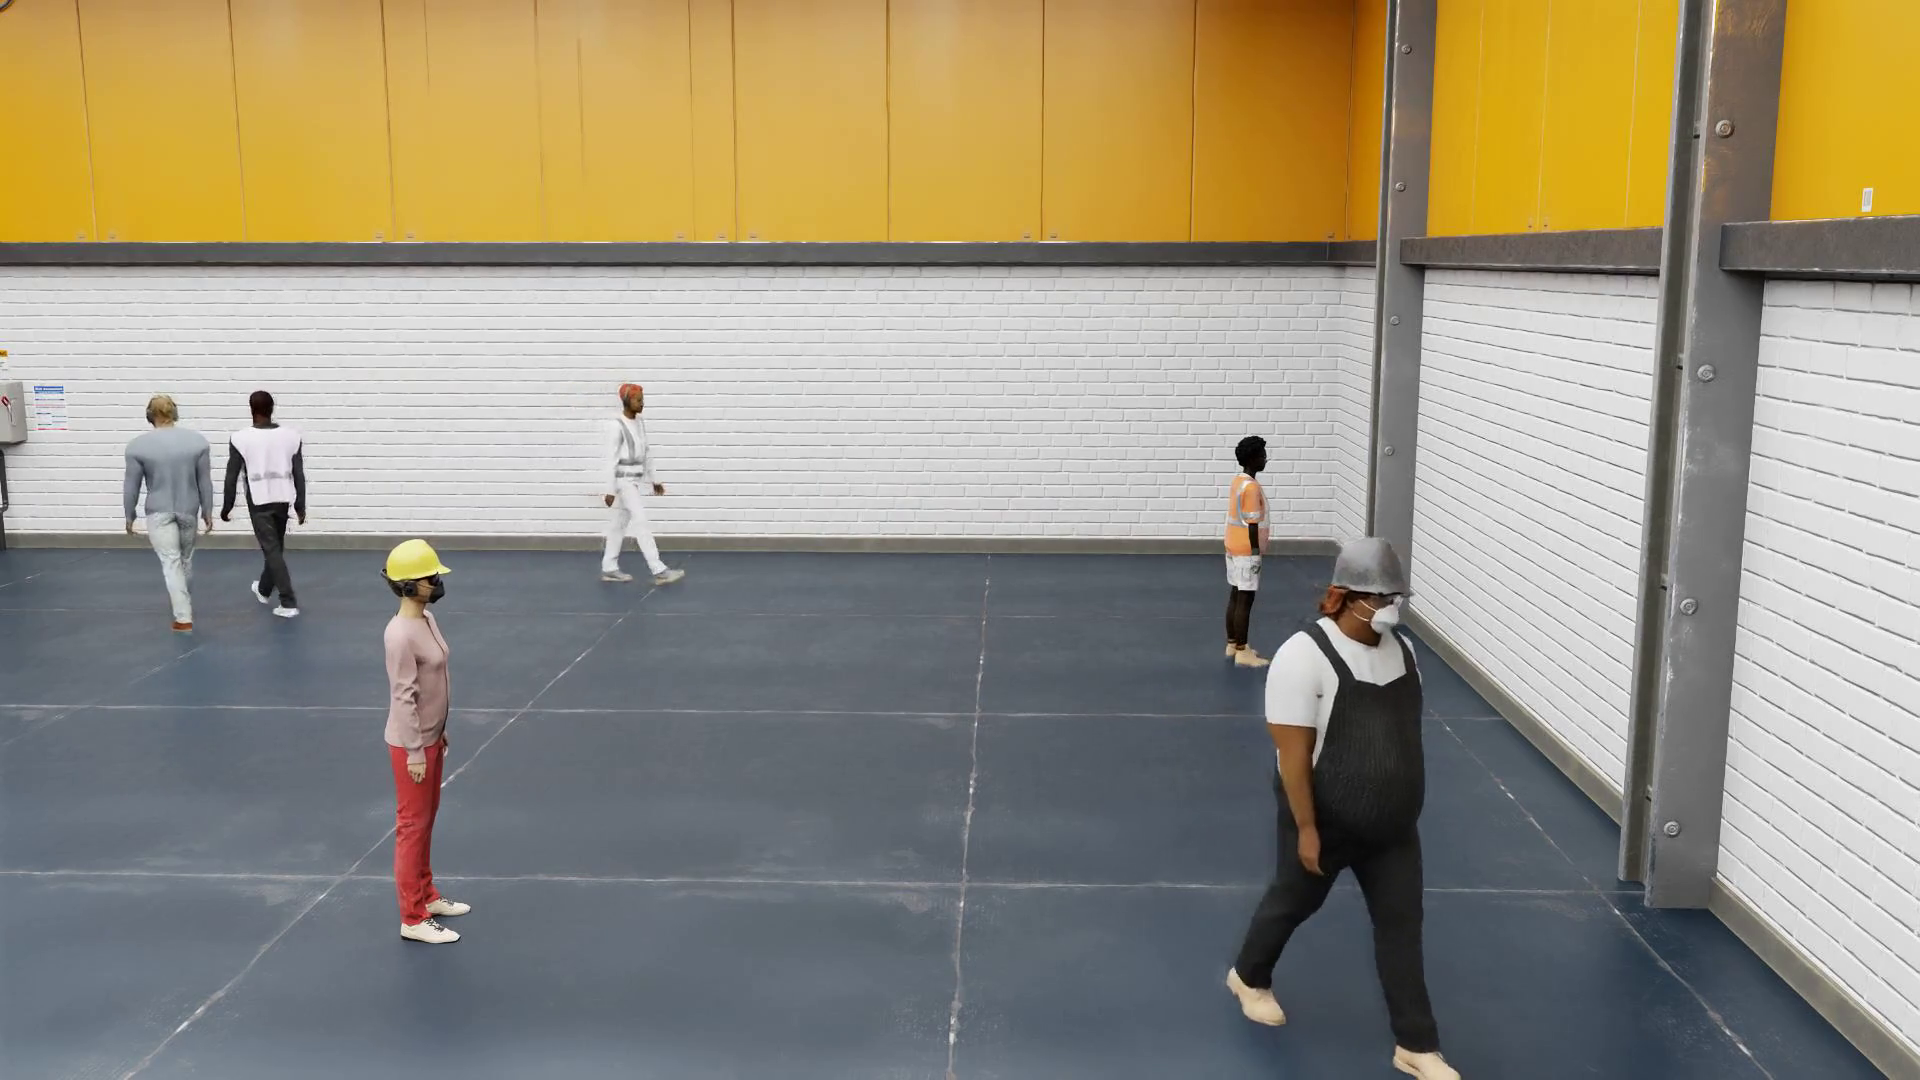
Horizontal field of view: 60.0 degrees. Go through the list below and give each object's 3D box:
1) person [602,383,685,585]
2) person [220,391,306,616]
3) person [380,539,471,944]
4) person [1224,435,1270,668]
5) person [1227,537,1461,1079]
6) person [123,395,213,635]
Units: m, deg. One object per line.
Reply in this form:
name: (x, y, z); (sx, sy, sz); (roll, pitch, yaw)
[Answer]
person: (-2.909, -0.504, 15.190); (0.941, 1.839, 0.580); (1, 10, 9)
person: (-5.869, -0.319, 14.009); (1.004, 1.862, 0.618); (9, 13, 42)
person: (-2.360, 0.874, 7.316); (0.305, 1.772, 0.525); (-1, 10, -7)
person: (2.105, 0.081, 12.171); (0.317, 1.696, 0.537); (-1, 10, -3)
person: (1.416, 0.930, 6.197); (0.685, 2.000, 1.022); (-5, 11, -25)
person: (-6.355, -0.215, 13.350); (0.644, 1.893, 0.924); (-9, 13, -43)
